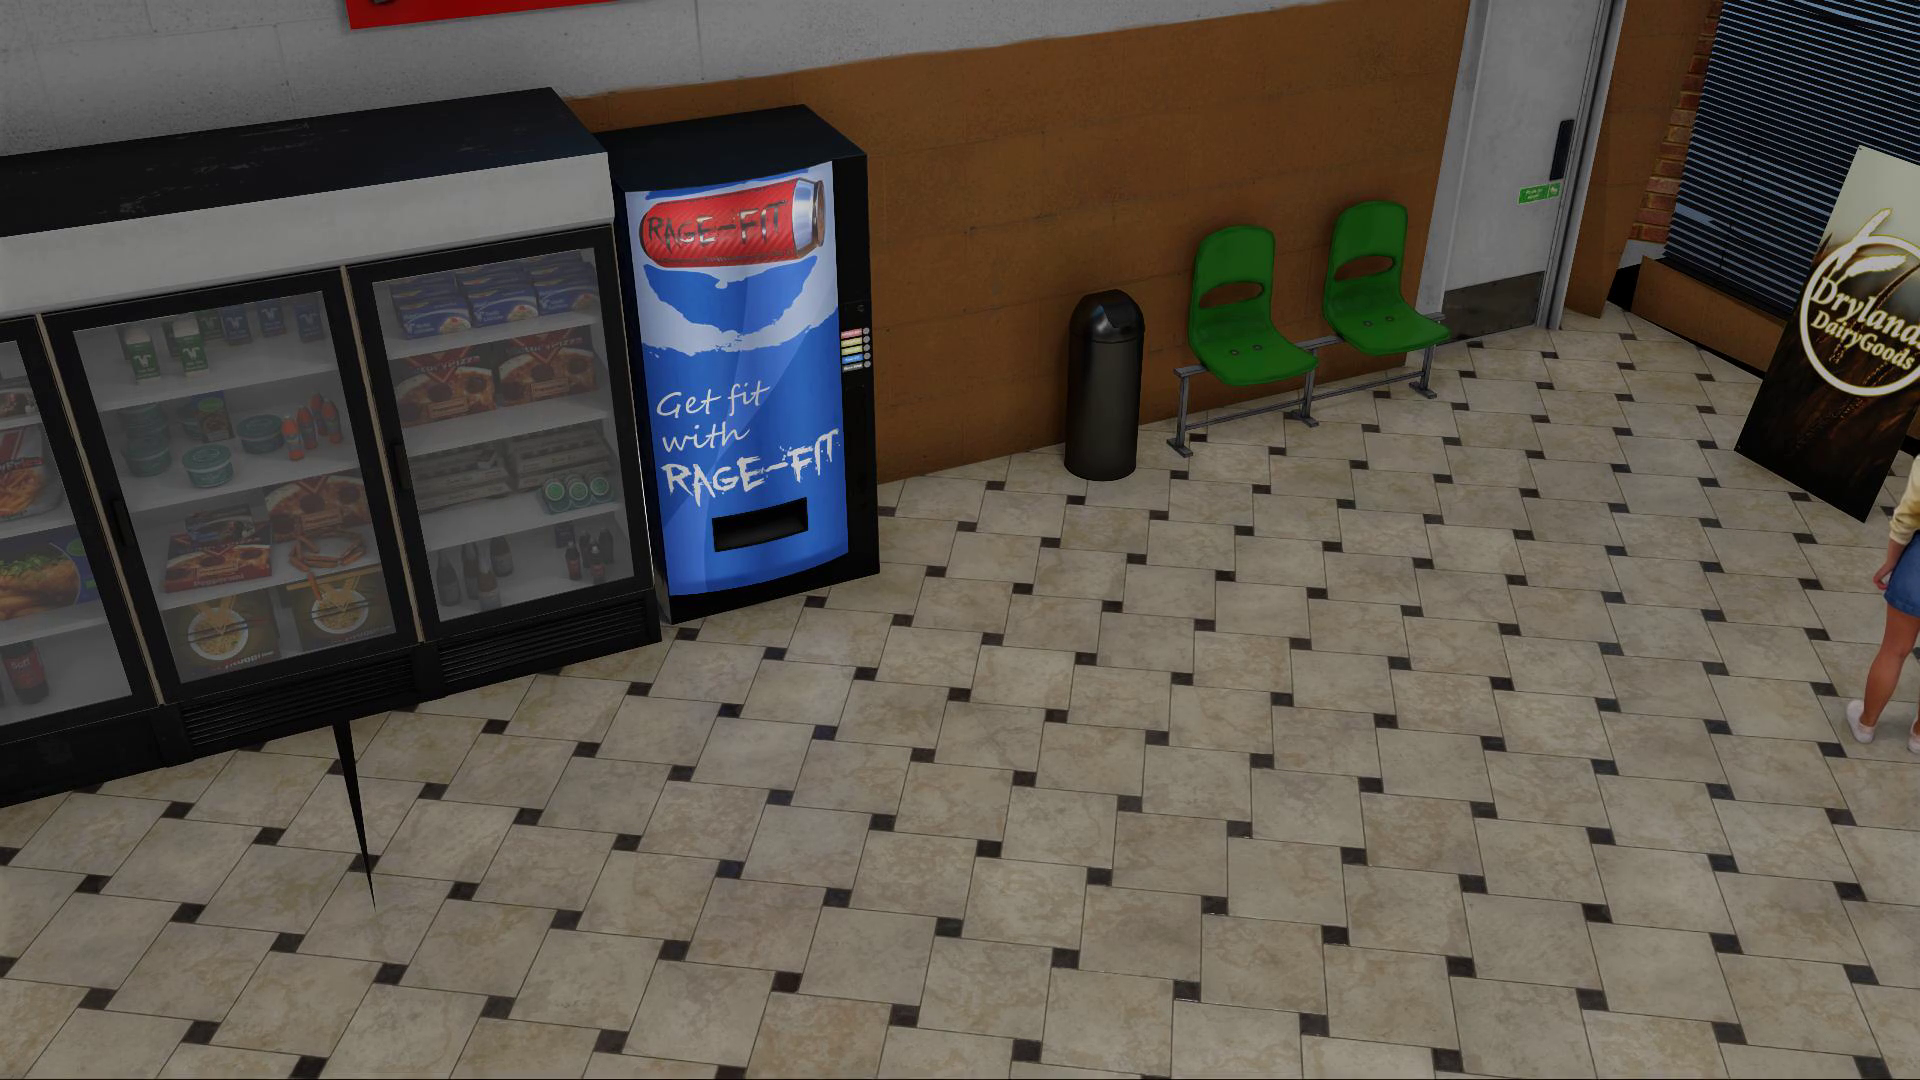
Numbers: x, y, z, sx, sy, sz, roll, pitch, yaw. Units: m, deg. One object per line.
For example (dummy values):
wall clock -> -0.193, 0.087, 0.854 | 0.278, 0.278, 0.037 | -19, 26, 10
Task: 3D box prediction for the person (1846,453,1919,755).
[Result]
person -> 3.880, 0.127, 6.559 | 0.703, 1.631, 0.780 | 13, 34, 21
